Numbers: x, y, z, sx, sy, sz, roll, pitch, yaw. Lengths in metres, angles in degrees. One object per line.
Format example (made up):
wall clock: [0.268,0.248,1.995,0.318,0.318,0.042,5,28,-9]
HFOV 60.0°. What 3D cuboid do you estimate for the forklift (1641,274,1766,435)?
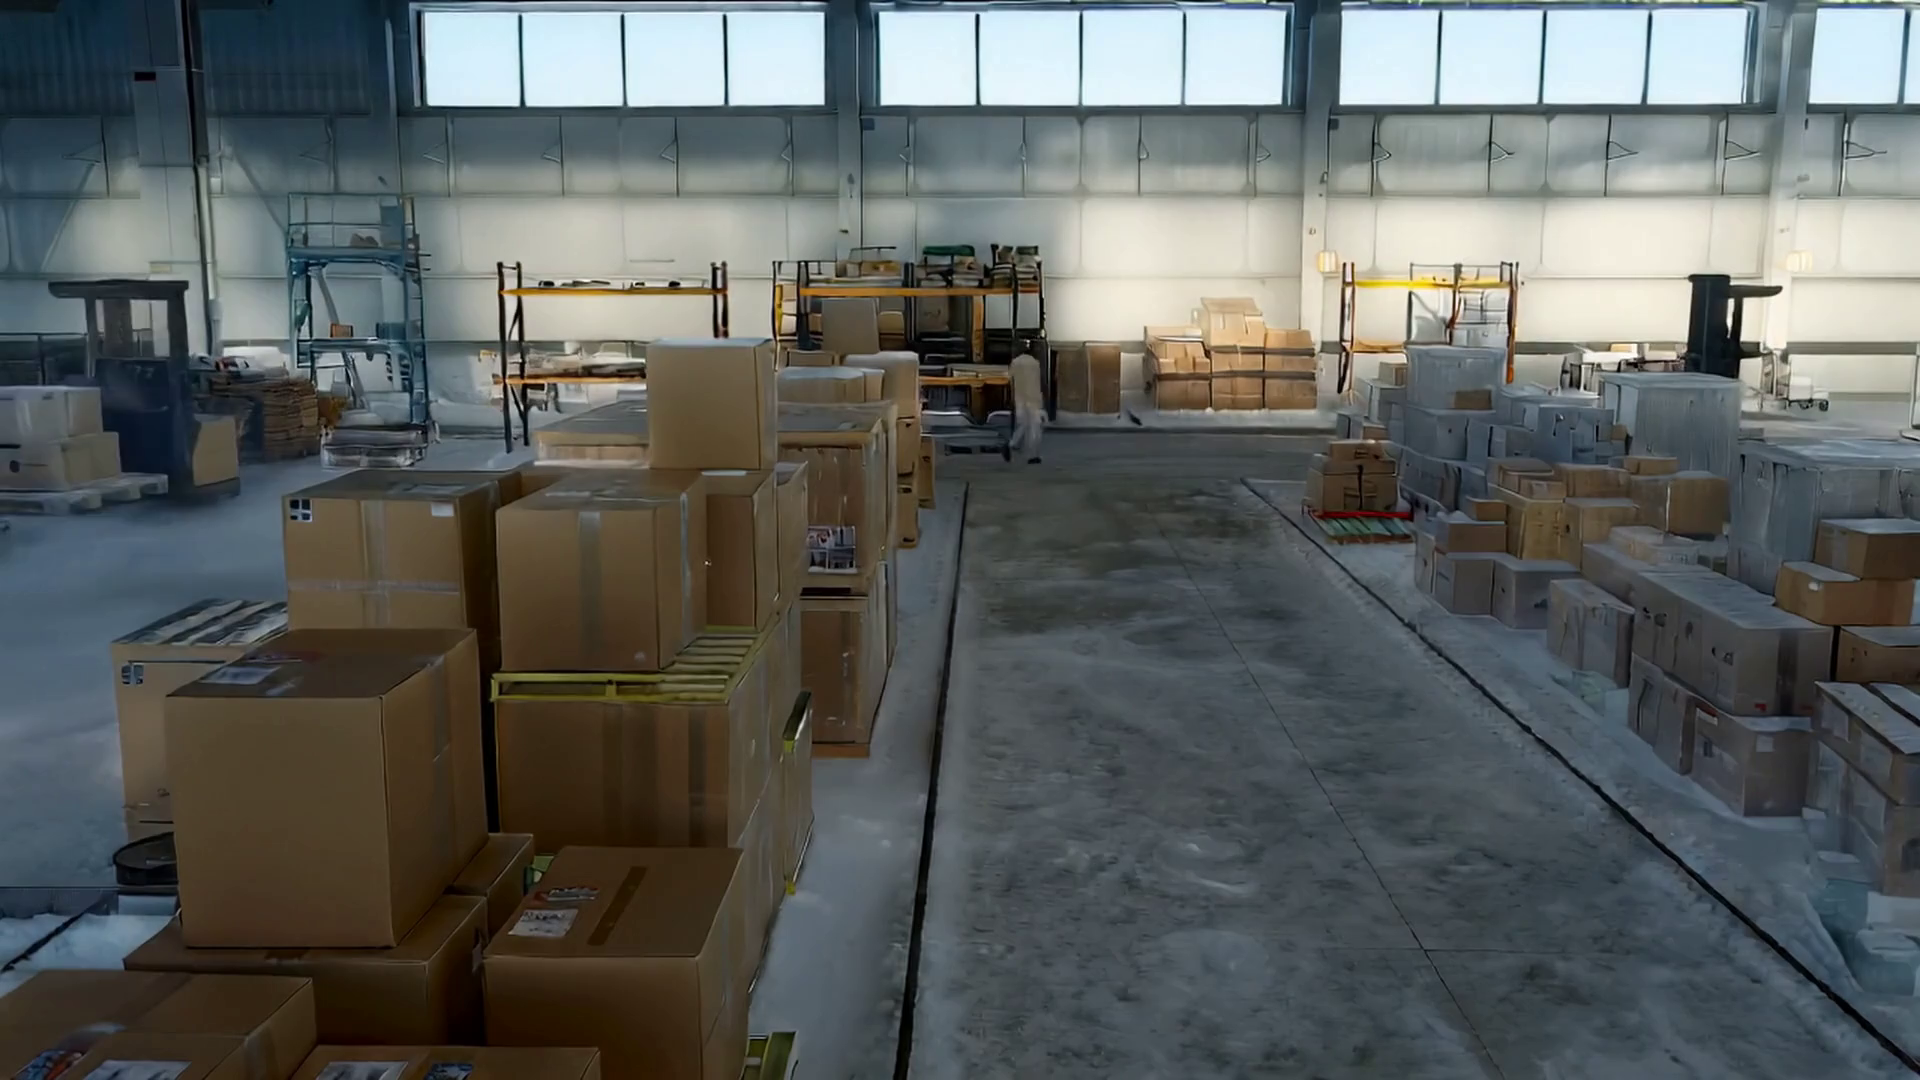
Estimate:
forklift: [13.087,-3.274,29.247,1.873,2.768,1.129,0,9,1]

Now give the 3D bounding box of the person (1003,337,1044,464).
person: [0.972,-2.074,24.933,0.638,1.918,0.620,9,13,43]

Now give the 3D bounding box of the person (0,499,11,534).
person: [-10.879,-0.996,18.606,0.341,1.881,0.581,-4,10,-20]

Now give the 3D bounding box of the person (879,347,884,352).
person: [-1.081,-1.807,23.490,1.026,1.885,0.577,-1,10,-8]

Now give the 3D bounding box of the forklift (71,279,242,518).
forklift: [-9.826,-1.777,20.280,1.129,2.768,1.873,1,10,8]
